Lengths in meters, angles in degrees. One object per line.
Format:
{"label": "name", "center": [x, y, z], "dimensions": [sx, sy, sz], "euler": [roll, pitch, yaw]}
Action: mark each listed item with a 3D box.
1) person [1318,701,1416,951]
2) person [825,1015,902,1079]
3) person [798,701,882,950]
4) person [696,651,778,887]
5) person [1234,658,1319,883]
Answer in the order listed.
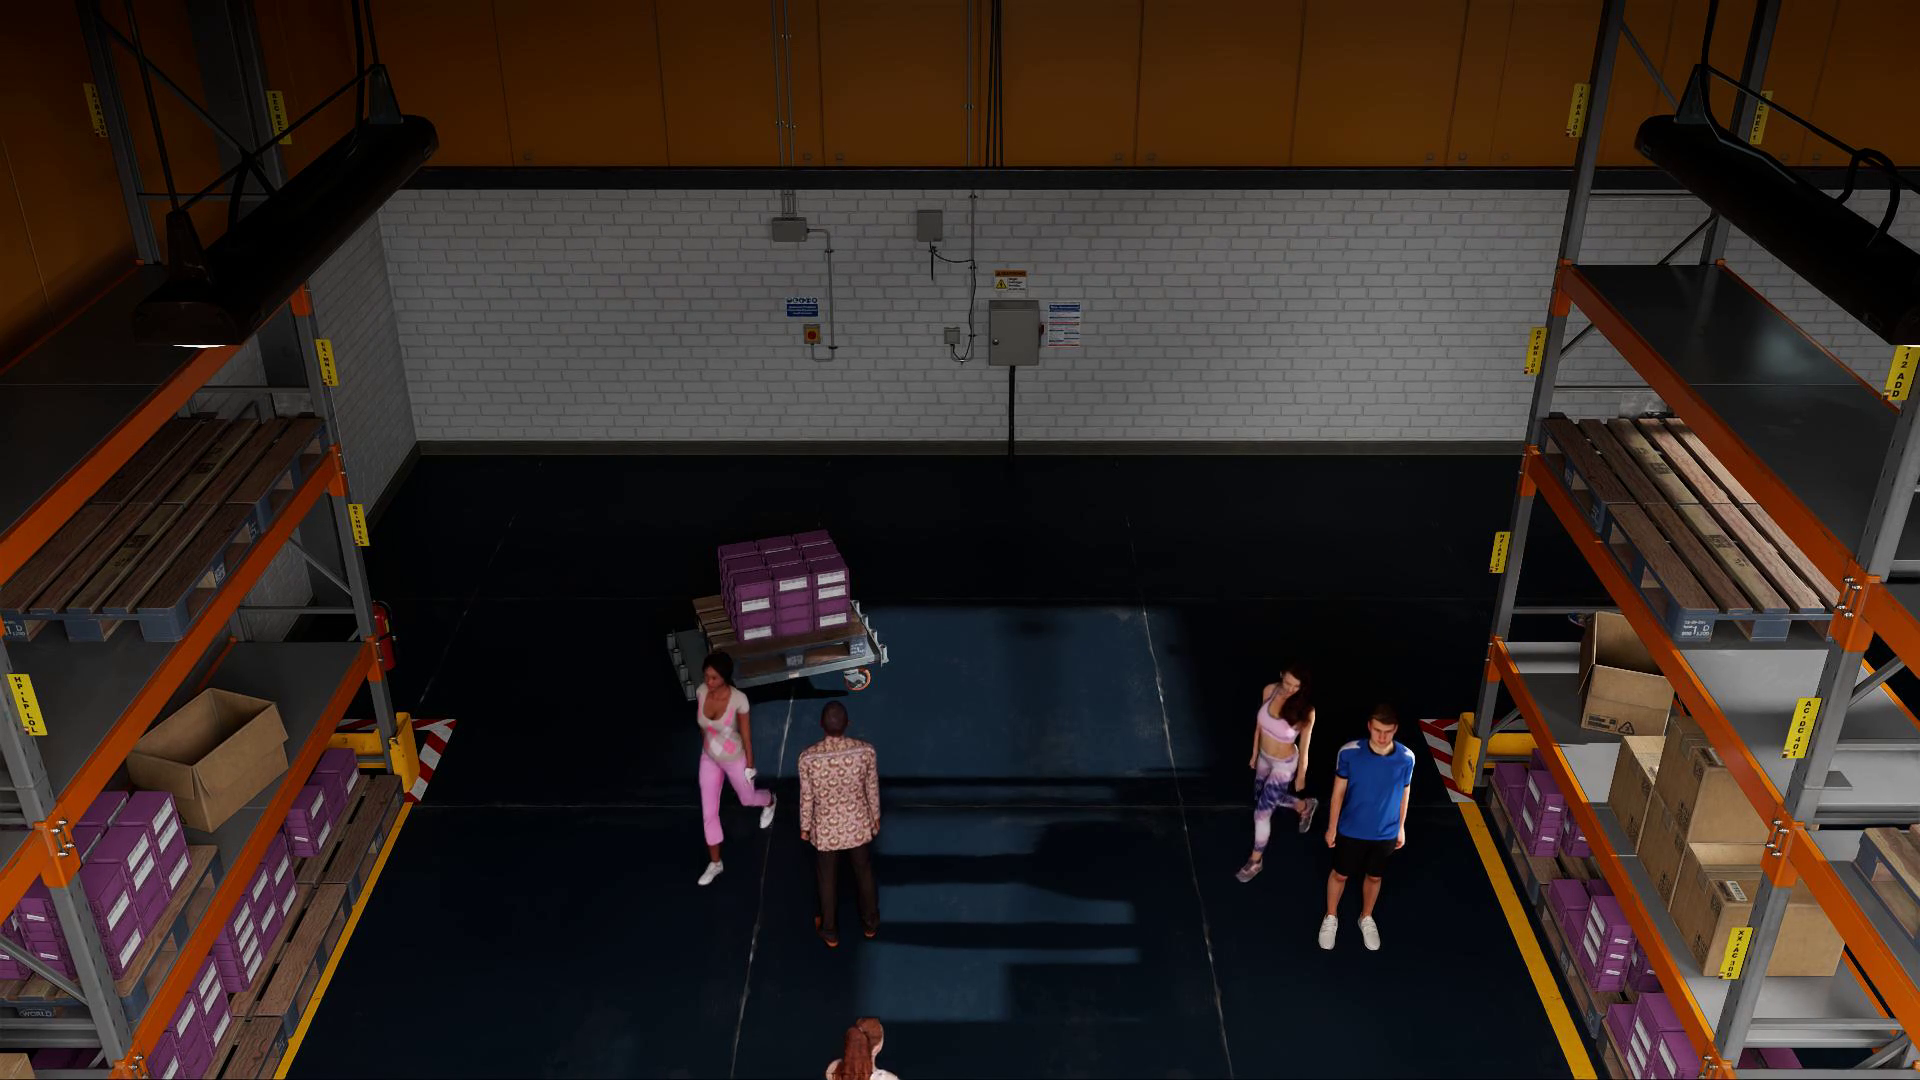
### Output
{"label": "person", "center": [2.599, 1.802, 10.593], "dimensions": [0.665, 1.865, 0.575], "euler": [2, 29, 3]}
{"label": "person", "center": [-0.496, 3.141, 8.293], "dimensions": [0.962, 1.717, 1.212], "euler": [15, 32, 26]}
{"label": "person", "center": [-0.762, 1.816, 10.627], "dimensions": [0.728, 1.807, 0.667], "euler": [-7, 29, -12]}
{"label": "person", "center": [-1.537, 1.471, 11.362], "dimensions": [0.904, 1.709, 1.202], "euler": [12, 31, 21]}
{"label": "person", "center": [2.203, 1.508, 11.267], "dimensions": [1.023, 1.736, 1.040], "euler": [-19, 34, -30]}
